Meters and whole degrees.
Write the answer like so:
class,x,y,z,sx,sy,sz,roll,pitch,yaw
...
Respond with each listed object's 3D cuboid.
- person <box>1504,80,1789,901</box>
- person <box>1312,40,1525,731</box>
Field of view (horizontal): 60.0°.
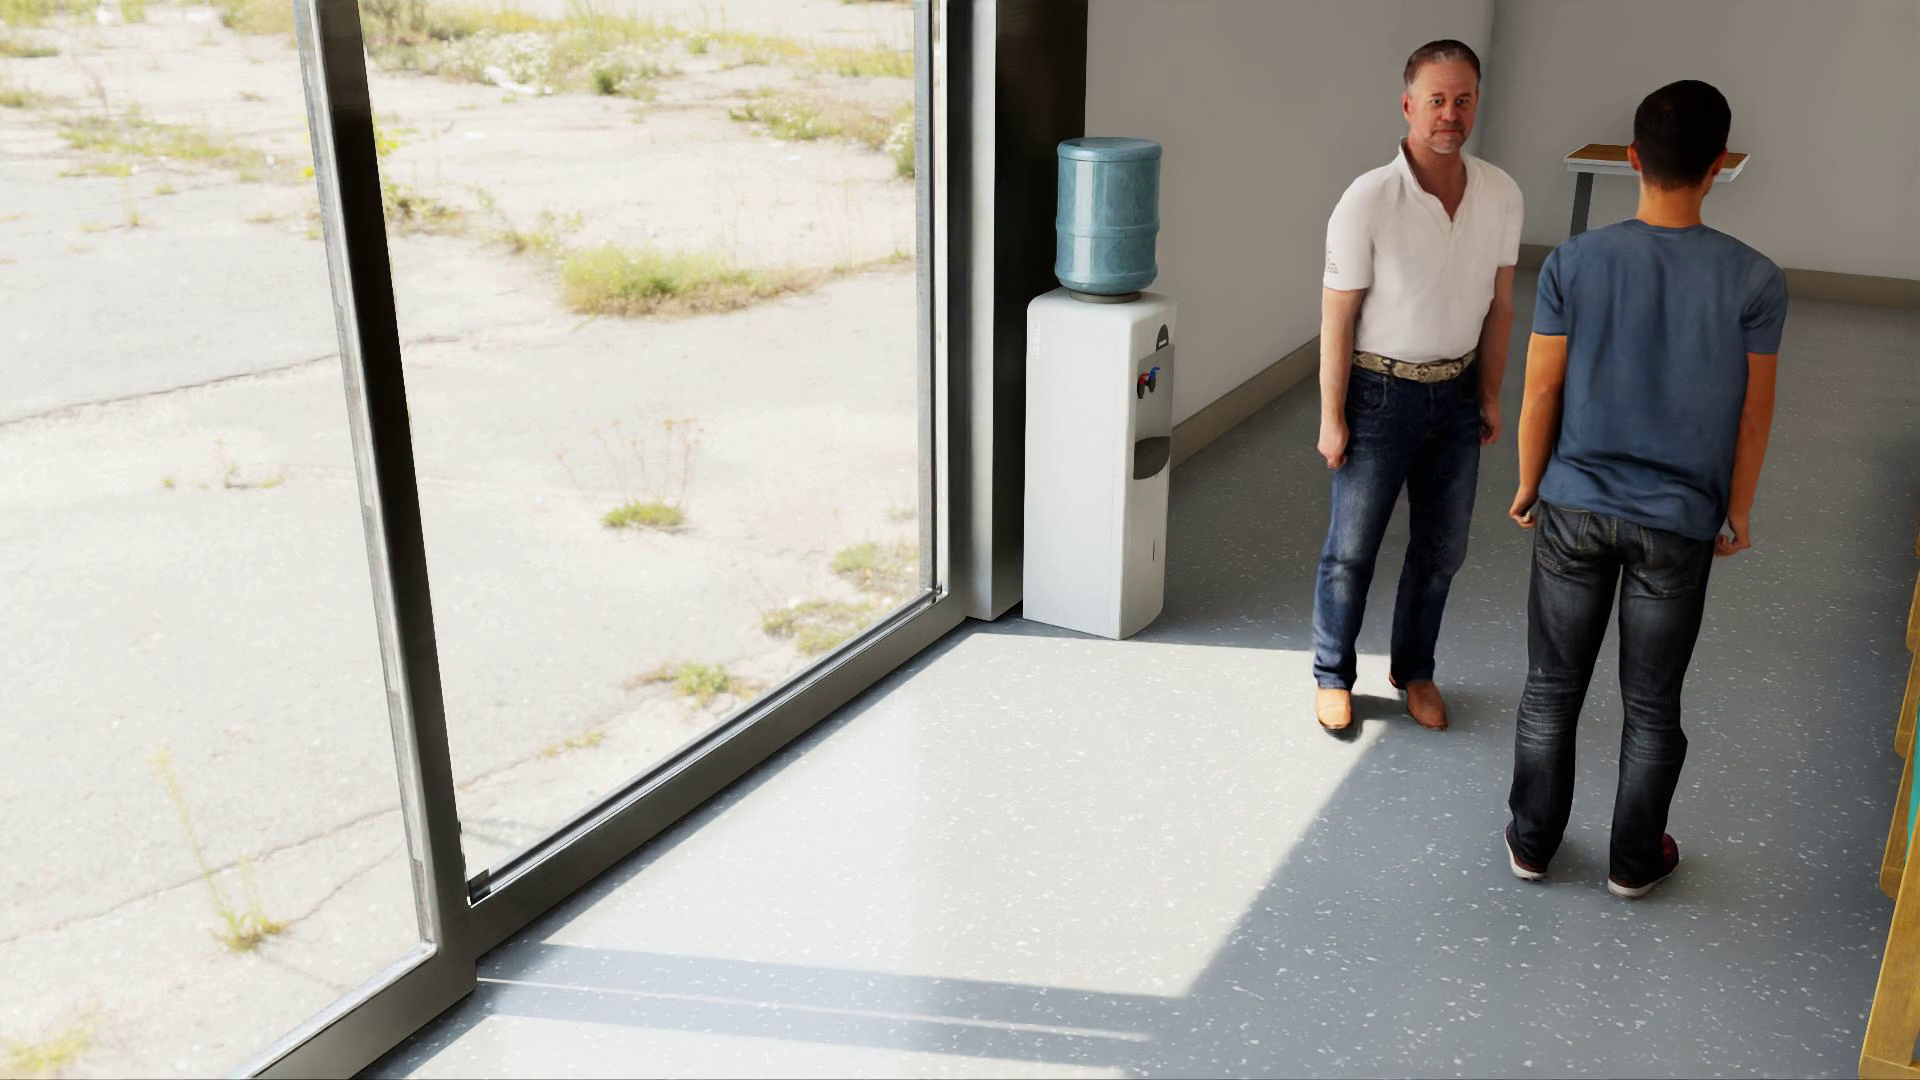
class,x,y,z,sx,sy,sz,roll,pitch,yaw
person,1.458,-0.067,3.622,0.492,1.804,0.722,10,23,24
person,1.164,-0.363,4.359,0.791,1.836,0.868,-2,21,-6
